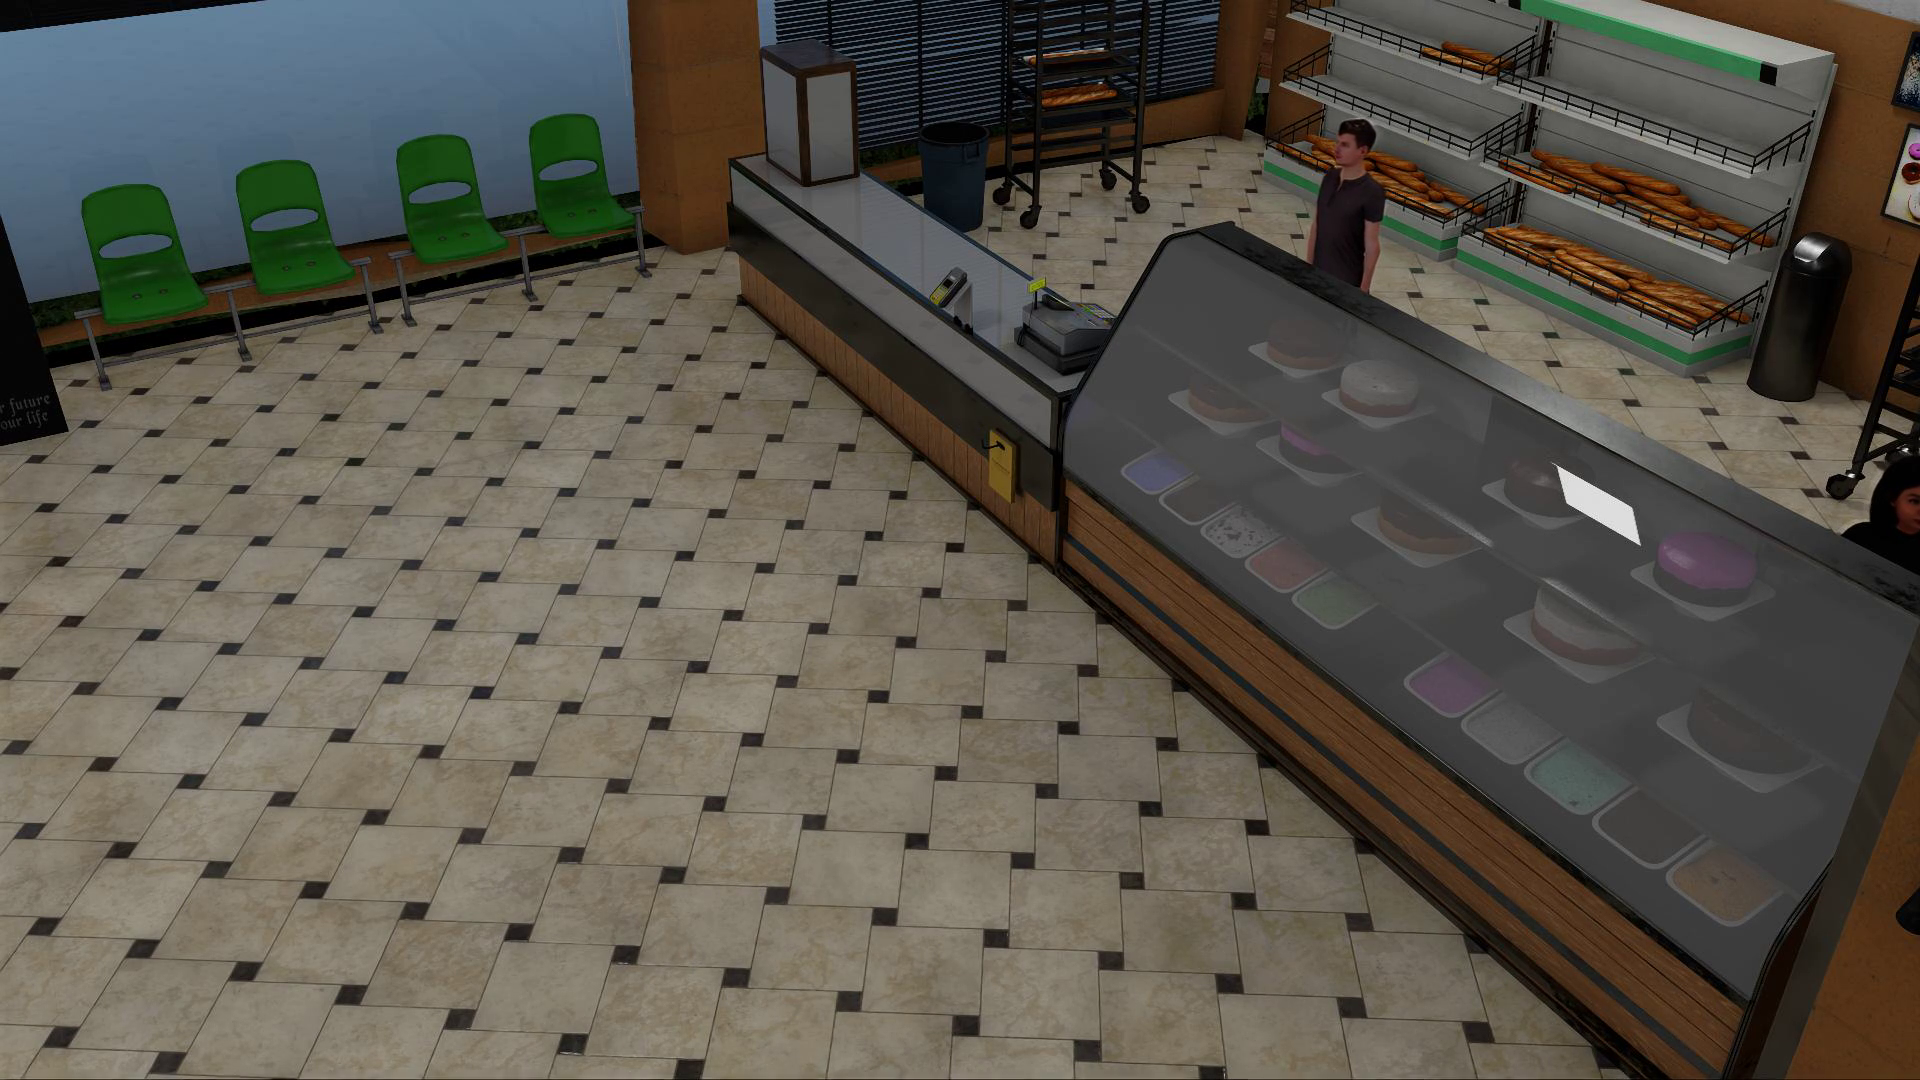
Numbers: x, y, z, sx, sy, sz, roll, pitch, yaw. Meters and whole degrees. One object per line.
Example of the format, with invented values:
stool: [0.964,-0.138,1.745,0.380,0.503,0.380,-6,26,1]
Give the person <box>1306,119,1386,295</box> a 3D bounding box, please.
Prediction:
person: [2.132,-1.449,9.323,0.514,1.850,0.645,-17,36,-25]
